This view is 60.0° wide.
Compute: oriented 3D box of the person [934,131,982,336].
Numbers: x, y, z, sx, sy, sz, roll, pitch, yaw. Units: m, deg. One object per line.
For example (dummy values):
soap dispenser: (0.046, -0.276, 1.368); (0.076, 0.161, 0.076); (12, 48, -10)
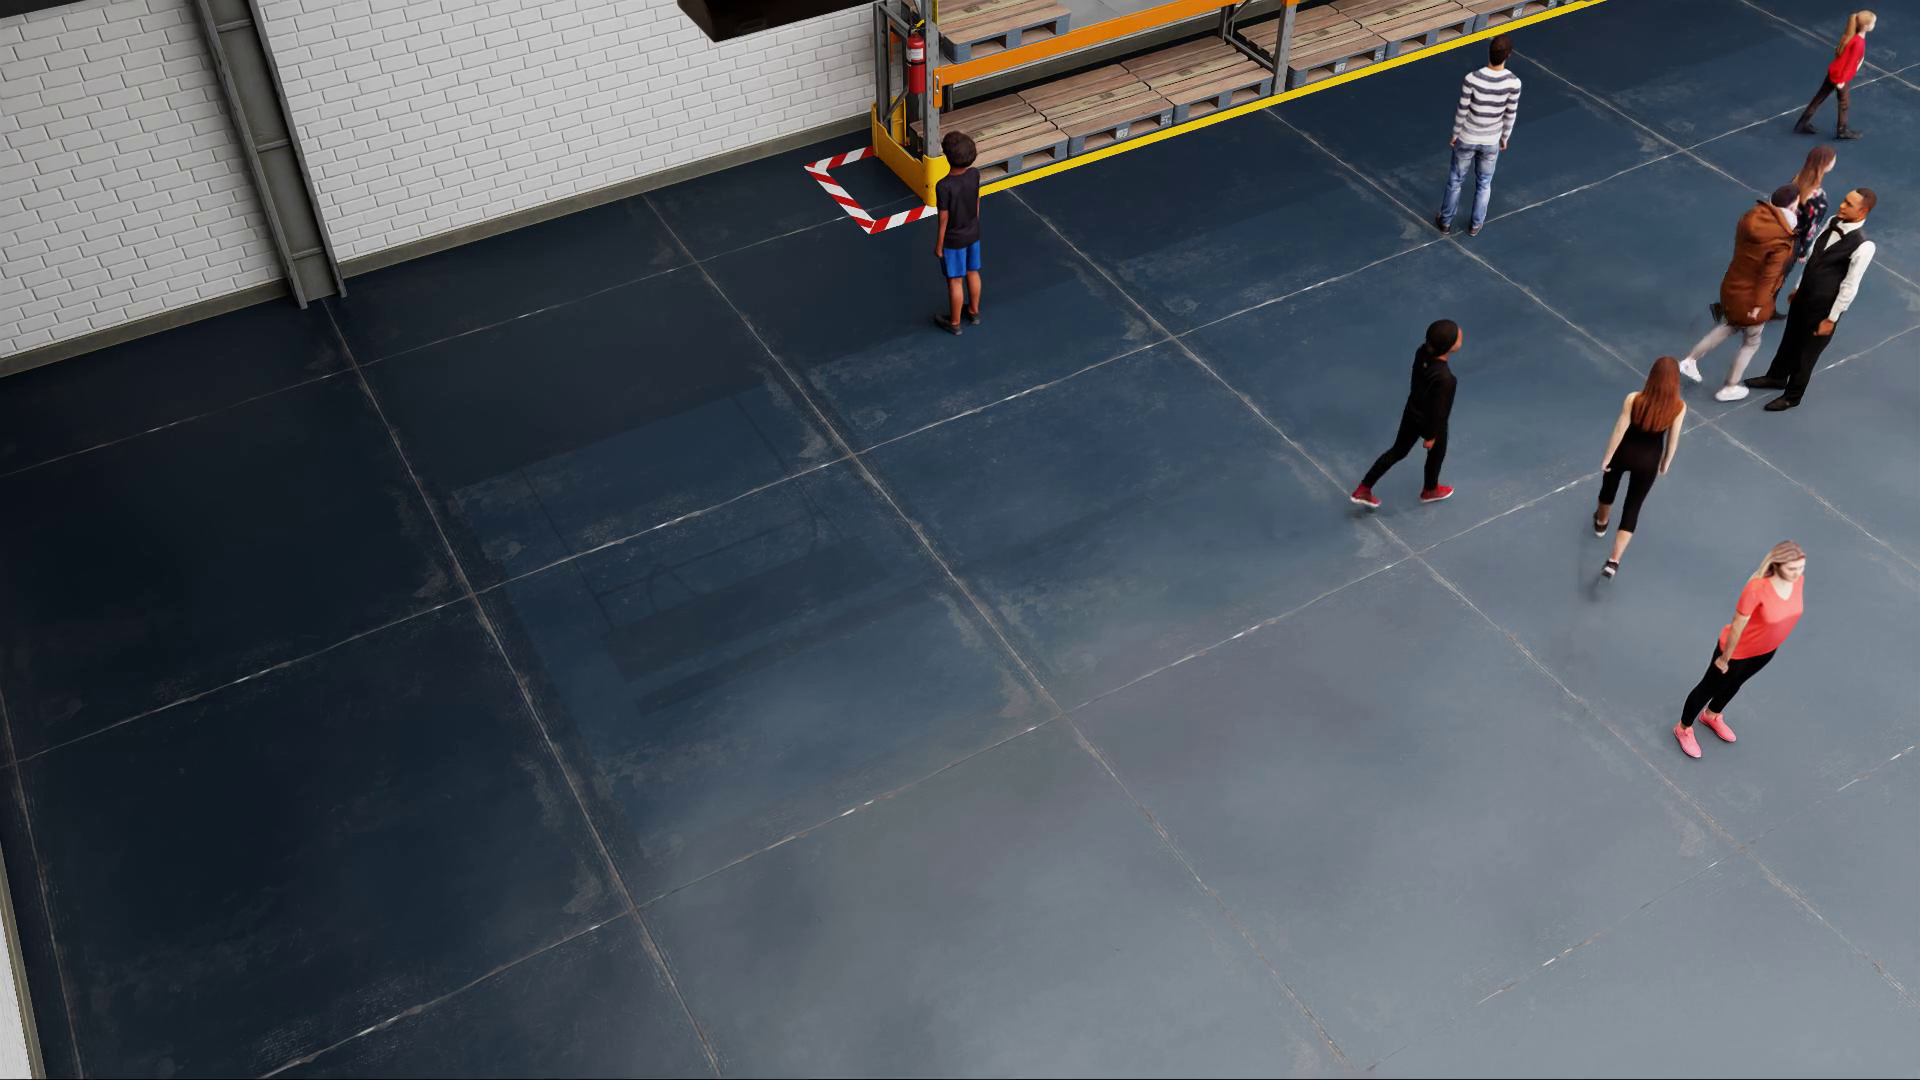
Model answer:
person: (0.001, -2.454, 13.339); (0.562, 1.799, 0.698); (-30, 51, -28)

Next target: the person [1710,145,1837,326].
person: (6.570, -2.385, 13.369); (1.075, 1.658, 0.855); (-3, 44, -3)

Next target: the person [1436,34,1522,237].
person: (4.495, -3.487, 14.383); (0.697, 1.855, 0.776); (8, 44, 8)

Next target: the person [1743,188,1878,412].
person: (6.528, -1.831, 12.600); (0.738, 1.918, 0.772); (-5, 44, -5)

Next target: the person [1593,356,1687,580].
person: (4.595, -0.488, 11.350); (1.034, 1.697, 1.150); (14, 45, 15)

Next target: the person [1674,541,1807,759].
person: (4.802, 0.644, 10.165); (0.498, 1.693, 0.670); (-17, 46, -17)

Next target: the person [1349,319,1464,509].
person: (3.204, -0.840, 11.758); (1.120, 1.645, 0.758); (-13, 45, -13)

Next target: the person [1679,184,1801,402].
person: (5.963, -1.885, 12.733); (0.903, 1.812, 0.831); (-5, 44, -6)

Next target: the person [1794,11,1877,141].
person: (8.291, -4.407, 15.781); (0.877, 1.258, 0.795); (8, 44, 8)
